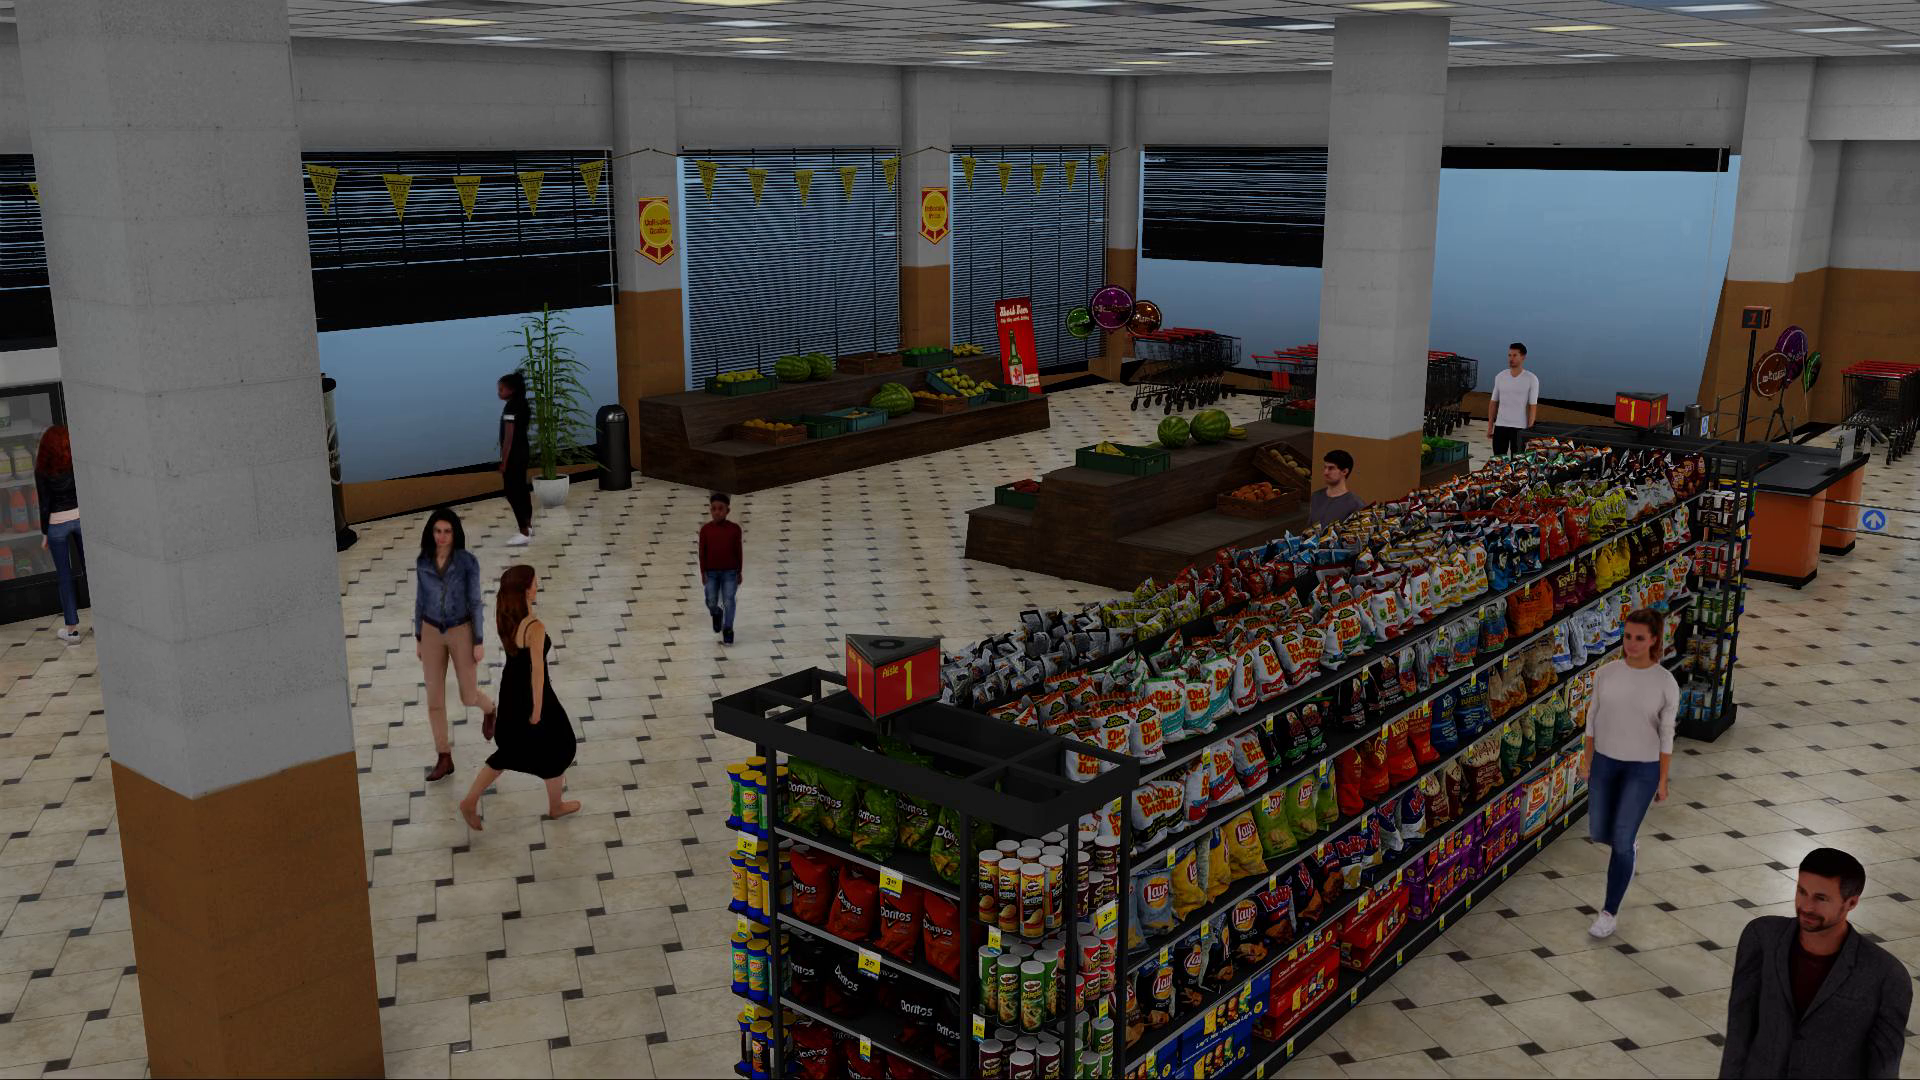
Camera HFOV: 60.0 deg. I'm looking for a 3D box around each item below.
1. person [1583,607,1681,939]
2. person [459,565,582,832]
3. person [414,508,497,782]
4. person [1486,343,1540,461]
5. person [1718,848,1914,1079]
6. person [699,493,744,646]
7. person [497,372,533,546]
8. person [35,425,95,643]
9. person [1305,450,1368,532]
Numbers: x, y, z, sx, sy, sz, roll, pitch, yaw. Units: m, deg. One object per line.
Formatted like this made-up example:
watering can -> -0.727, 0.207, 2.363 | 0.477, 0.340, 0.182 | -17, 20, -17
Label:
person -> 3.481, 1.183, 8.633 | 0.631, 1.702, 0.967 | 12, 18, 41
person -> -2.632, 0.958, 9.783 | 0.562, 1.597, 0.994 | 11, 18, 39
person -> -3.249, 0.646, 10.744 | 0.930, 1.751, 1.094 | 3, 14, 12
person -> 6.099, -1.257, 18.380 | 0.667, 1.851, 0.528 | 11, 18, 39
person -> 2.740, 1.872, 5.431 | 0.612, 1.873, 0.703 | -13, 19, -43
person -> -1.941, 0.220, 13.574 | 0.708, 1.244, 0.771 | -1, 14, -4
person -> -4.501, -0.842, 16.923 | 0.952, 1.731, 0.873 | 2, 14, 7
person -> -7.278, -0.064, 13.597 | 0.638, 1.786, 0.497 | 13, 19, 43
person -> 2.715, 0.250, 12.160 | 0.614, 1.853, 0.714 | -11, 17, -37
